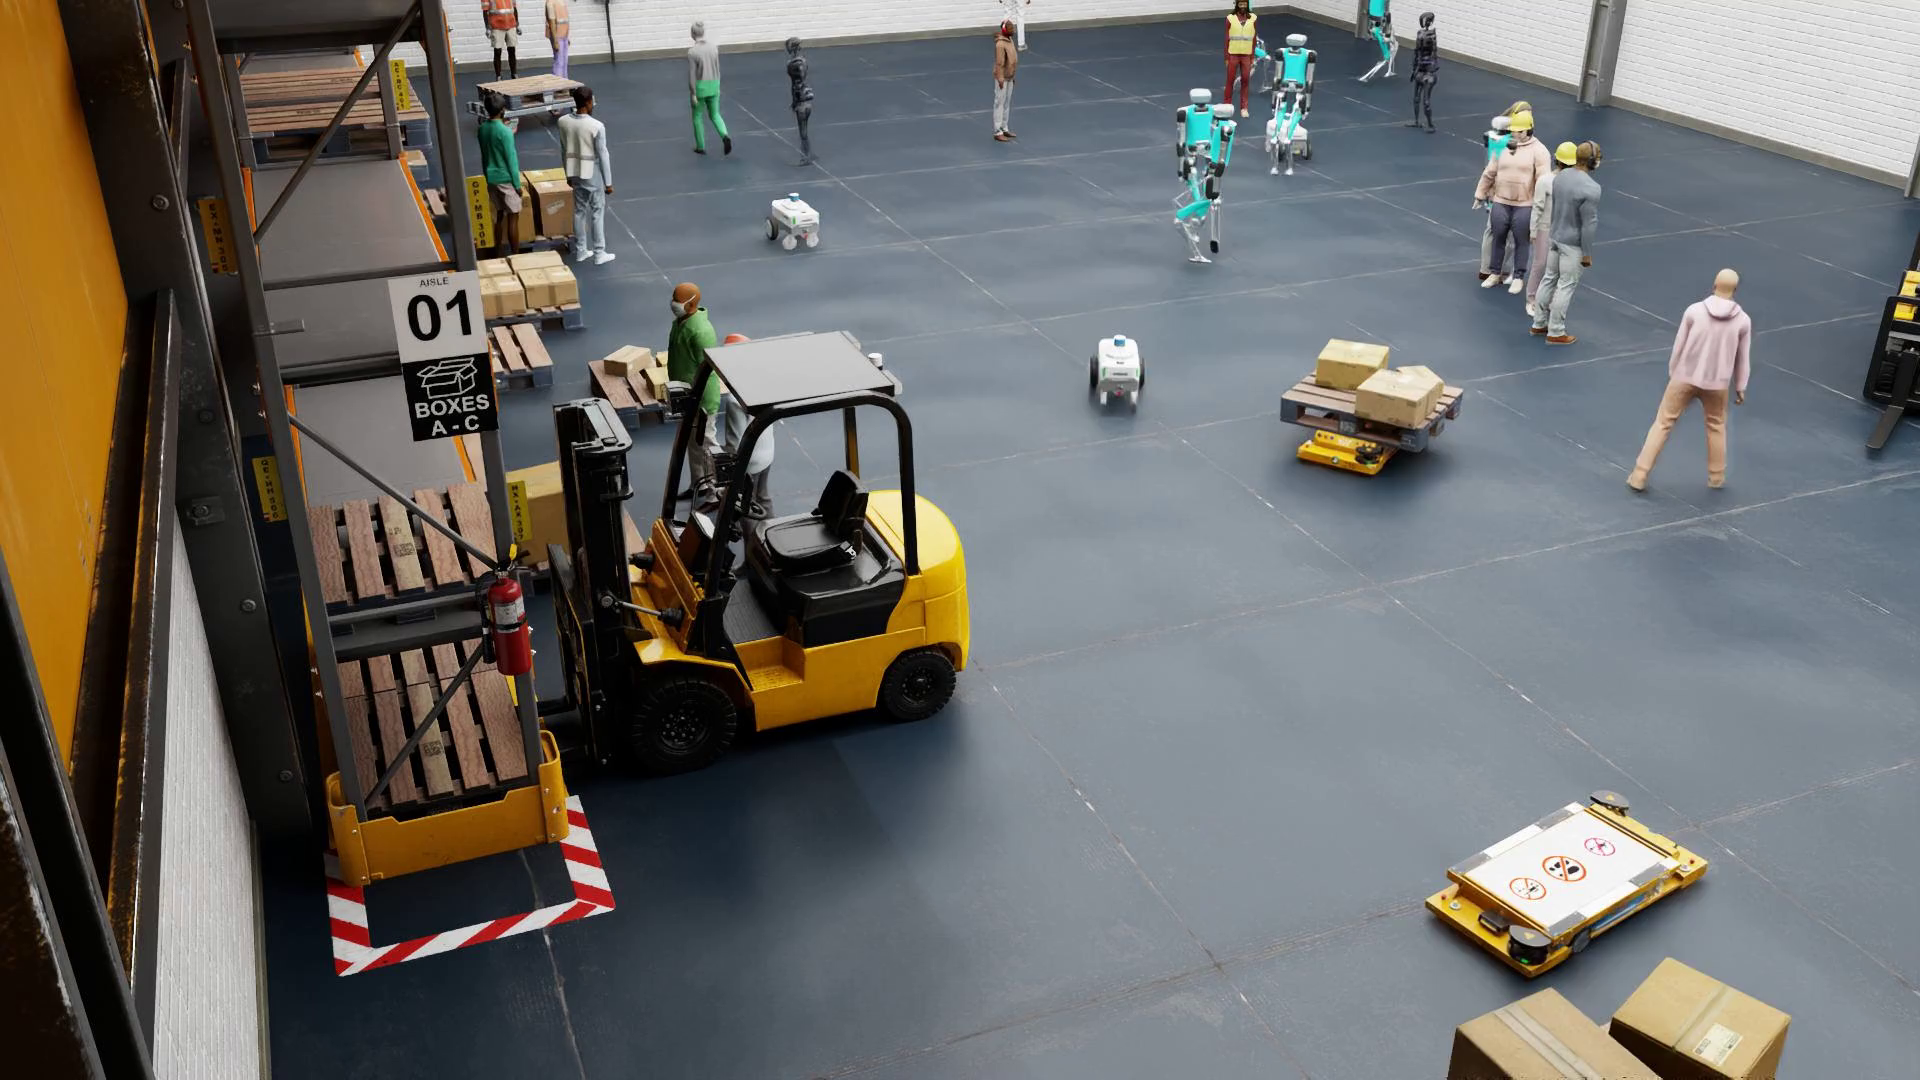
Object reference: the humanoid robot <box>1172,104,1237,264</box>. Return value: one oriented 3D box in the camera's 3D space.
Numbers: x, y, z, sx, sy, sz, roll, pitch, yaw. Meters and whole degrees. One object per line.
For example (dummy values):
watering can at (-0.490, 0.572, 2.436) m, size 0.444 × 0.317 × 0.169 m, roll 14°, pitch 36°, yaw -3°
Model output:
humanoid robot at (2.544, -3.723, 17.878) m, size 0.738 × 1.889 × 0.557 m, roll 1°, pitch 27°, yaw 2°

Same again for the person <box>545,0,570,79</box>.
person at (-6.154, -7.700, 25.548) m, size 0.397 × 1.847 × 0.563 m, roll 3°, pitch 27°, yaw 7°

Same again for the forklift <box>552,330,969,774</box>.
forklift at (-1.094, 0.010, 9.831) m, size 2.313 × 2.155 × 1.214 m, roll -10°, pitch 28°, yaw -20°

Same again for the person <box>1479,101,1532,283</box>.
person at (5.731, -3.669, 17.502) m, size 0.403 × 1.876 × 0.554 m, roll 16°, pitch 31°, yaw 29°

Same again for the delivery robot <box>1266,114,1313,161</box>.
delivery robot at (4.426, -5.449, 22.512) m, size 0.499 × 0.598 × 0.802 m, roll -5°, pitch 27°, yaw -10°

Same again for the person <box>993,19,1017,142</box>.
person at (0.618, -6.428, 23.229) m, size 0.327 × 1.651 × 0.458 m, roll 12°, pitch 29°, yaw 22°

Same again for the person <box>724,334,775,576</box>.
person at (-1.472, -0.590, 11.521) m, size 0.345 × 1.740 × 0.572 m, roll 8°, pitch 28°, yaw 16°

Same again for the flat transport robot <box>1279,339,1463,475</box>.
flat transport robot at (3.396, -0.927, 13.831) m, size 0.659 × 0.231 × 1.431 m, roll 17°, pitch 31°, yaw 30°

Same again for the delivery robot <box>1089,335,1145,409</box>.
delivery robot at (1.397, -1.512, 14.663) m, size 0.499 × 0.583 × 0.767 m, roll 1°, pitch 27°, yaw 2°

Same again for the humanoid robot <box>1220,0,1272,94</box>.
humanoid robot at (4.613, -7.795, 25.920) m, size 1.032 × 1.775 × 0.535 m, roll 12°, pitch 29°, yaw 23°

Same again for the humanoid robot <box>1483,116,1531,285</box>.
humanoid robot at (5.802, -3.509, 17.438) m, size 0.762 × 1.869 × 0.537 m, roll -9°, pitch 28°, yaw -17°

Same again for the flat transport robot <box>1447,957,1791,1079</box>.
flat transport robot at (2.635, 2.653, 6.709) m, size 0.659 × 0.231 × 1.431 m, roll -13°, pitch 29°, yaw -24°

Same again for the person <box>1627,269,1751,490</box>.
person at (5.688, -1.206, 12.761) m, size 0.761 × 1.739 × 0.521 m, roll 7°, pitch 27°, yaw 13°

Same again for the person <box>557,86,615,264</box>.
person at (-4.033, -3.930, 17.988) m, size 0.597 × 1.906 × 0.408 m, roll 11°, pitch 29°, yaw 21°

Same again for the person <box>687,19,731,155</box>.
person at (-3.404, -6.061, 22.311) m, size 0.514 × 1.818 × 0.677 m, roll -19°, pitch 32°, yaw -33°

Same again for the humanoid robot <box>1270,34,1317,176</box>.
humanoid robot at (4.205, -5.549, 21.369) m, size 0.539 × 1.760 × 0.755 m, roll 11°, pitch 29°, yaw 21°

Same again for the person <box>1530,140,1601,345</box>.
person at (5.758, -2.803, 15.716) m, size 0.361 × 1.932 × 0.628 m, roll -7°, pitch 28°, yaw -14°

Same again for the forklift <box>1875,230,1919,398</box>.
forklift at (9.029, -2.397, 14.618) m, size 1.214 × 2.155 × 2.313 m, roll 18°, pitch 32°, yaw 32°

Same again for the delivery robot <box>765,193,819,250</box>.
delivery robot at (-1.880, -3.646, 18.904) m, size 0.509 × 0.579 × 0.736 m, roll -13°, pitch 29°, yaw -24°

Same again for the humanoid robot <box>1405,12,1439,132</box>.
humanoid robot at (6.632, -6.682, 23.721) m, size 0.375 × 1.643 × 0.609 m, roll -7°, pitch 28°, yaw -14°

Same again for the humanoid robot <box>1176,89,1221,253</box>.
humanoid robot at (2.728, -4.019, 18.404) m, size 0.550 × 1.776 × 1.024 m, roll -4°, pitch 27°, yaw -9°

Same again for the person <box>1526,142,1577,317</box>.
person at (5.879, -3.064, 16.431) m, size 0.531 × 1.755 × 0.343 m, roll -5°, pitch 27°, yaw -10°

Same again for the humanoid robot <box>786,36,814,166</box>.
humanoid robot at (-2.098, -5.789, 21.939) m, size 0.331 × 1.663 × 0.601 m, roll -8°, pitch 28°, yaw -15°

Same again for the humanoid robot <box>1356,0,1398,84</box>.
humanoid robot at (6.840, -8.162, 26.633) m, size 1.042 × 1.750 × 0.548 m, roll -13°, pitch 29°, yaw -24°

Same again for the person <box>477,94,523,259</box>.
person at (-4.942, -3.858, 17.916) m, size 0.501 × 1.843 × 0.395 m, roll 18°, pitch 32°, yaw 31°

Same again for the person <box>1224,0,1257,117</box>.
person at (4.117, -7.137, 24.525) m, size 0.463 × 1.766 × 0.379 m, roll 0°, pitch 27°, yaw -1°

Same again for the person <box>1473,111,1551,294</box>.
person at (5.732, -3.502, 17.191) m, size 0.818 × 1.855 × 0.434 m, roll 18°, pitch 32°, yaw 32°

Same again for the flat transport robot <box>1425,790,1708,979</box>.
flat transport robot at (3.126, 1.739, 8.528) m, size 1.431 × 0.231 × 0.659 m, roll -17°, pitch 31°, yaw -31°

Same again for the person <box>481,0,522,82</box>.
person at (-7.225, -8.131, 26.273) m, size 0.614 × 1.963 × 0.361 m, roll -20°, pitch 33°, yaw -35°

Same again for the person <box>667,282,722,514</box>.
person at (-1.983, -1.066, 12.422) m, size 0.383 × 1.784 × 0.538 m, roll -15°, pitch 31°, yaw -28°

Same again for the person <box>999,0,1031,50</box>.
person at (0.960, -9.598, 29.279) m, size 0.580 × 1.885 × 0.340 m, roll 6°, pitch 27°, yaw 13°
